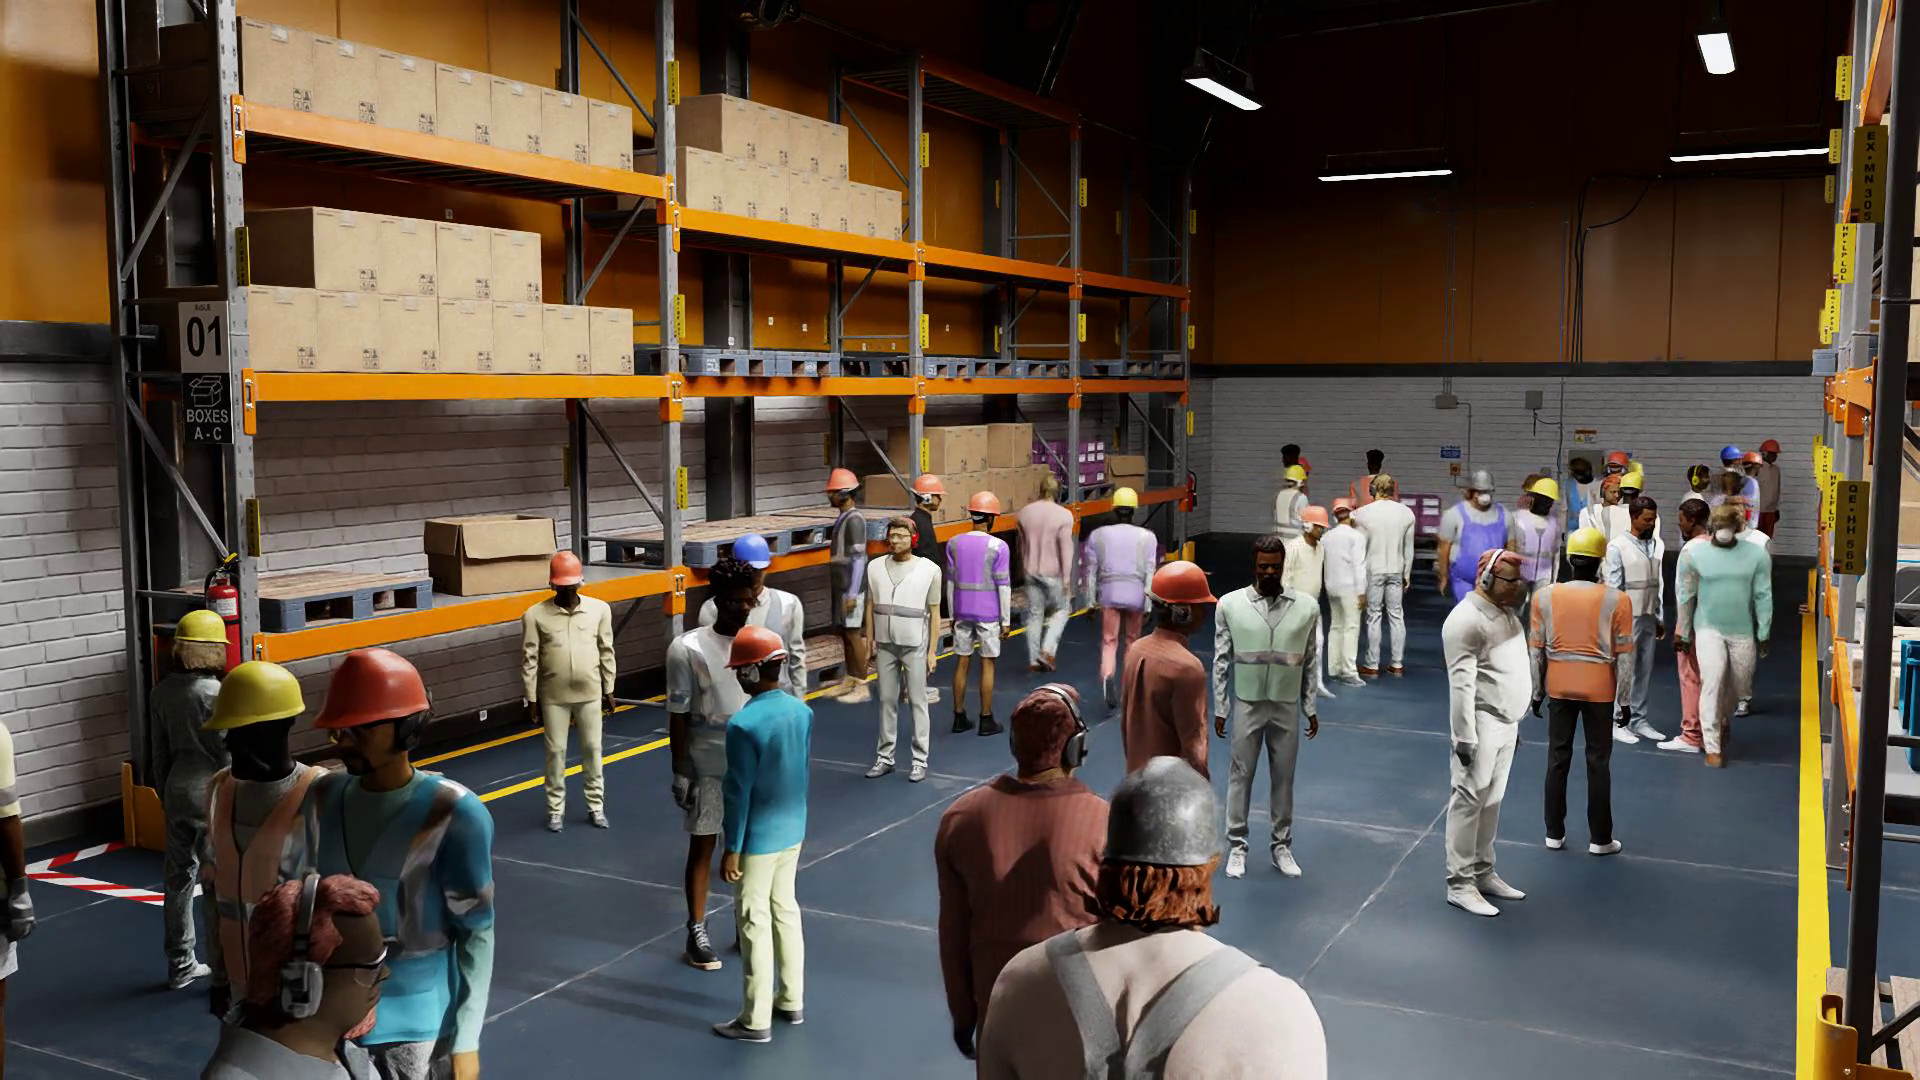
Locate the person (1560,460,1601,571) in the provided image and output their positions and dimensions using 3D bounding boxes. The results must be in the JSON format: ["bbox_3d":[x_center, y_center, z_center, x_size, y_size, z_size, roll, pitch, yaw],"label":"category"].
[{"bbox_3d":[7.937,-0.110,21.066,0.707,1.812,0.441,4,7,38],"label":"person"}]

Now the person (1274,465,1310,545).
[{"bbox_3d":[3.991,0.023,19.602,0.697,1.809,0.618,-3,6,-26],"label":"person"}]

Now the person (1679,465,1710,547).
[{"bbox_3d":[8.238,0.089,18.628,0.328,1.872,0.508,3,6,30],"label":"person"}]

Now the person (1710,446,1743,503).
[{"bbox_3d":[10.257,-0.284,22.231,0.384,1.947,0.605,-1,5,-9],"label":"person"}]

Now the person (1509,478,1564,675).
[{"bbox_3d":[5.530,0.316,16.163,0.621,1.875,0.965,0,5,-1],"label":"person"}]

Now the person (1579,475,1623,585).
[{"bbox_3d":[6.334,0.304,16.281,0.575,1.880,0.359,0,5,0],"label":"person"}]

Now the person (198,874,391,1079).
[{"bbox_3d":[-1.142,1.533,2.963,0.401,1.900,0.643,-1,5,-9],"label":"person"}]

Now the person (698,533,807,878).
[{"bbox_3d":[-1.156,0.925,9.278,0.611,1.941,0.418,-2,6,-19],"label":"person"}]

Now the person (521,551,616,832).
[{"bbox_3d":[-2.408,0.931,10.272,0.574,1.739,0.350,-2,6,-23],"label":"person"}]

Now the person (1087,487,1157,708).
[{"bbox_3d":[1.361,0.501,14.044,0.591,1.897,0.782,1,5,11],"label":"person"}]

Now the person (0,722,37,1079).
[{"bbox_3d":[-3.577,1.224,5.920,0.606,1.963,0.367,1,5,11],"label":"person"}]

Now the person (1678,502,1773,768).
[{"bbox_3d":[5.587,0.669,12.208,0.635,1.913,0.810,1,5,14],"label":"person"}]

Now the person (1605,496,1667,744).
[{"bbox_3d":[5.207,0.611,12.845,0.598,1.907,0.409,-3,6,-32],"label":"person"}]

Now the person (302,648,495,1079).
[{"bbox_3d":[-1.576,1.308,4.578,0.605,2.045,0.382,2,6,20],"label":"person"}]

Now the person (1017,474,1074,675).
[{"bbox_3d":[0.824,0.333,15.737,0.649,1.920,0.444,4,6,34],"label":"person"}]

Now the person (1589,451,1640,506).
[{"bbox_3d":[7.677,-0.049,19.514,0.621,1.985,0.408,5,7,44],"label":"person"}]

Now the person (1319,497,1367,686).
[{"bbox_3d":[3.594,0.477,15.344,0.320,1.717,0.703,-2,6,-23],"label":"person"}]

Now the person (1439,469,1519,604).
[{"bbox_3d":[4.854,0.293,15.525,0.693,2.000,1.012,0,5,-4],"label":"person"}]

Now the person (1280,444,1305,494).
[{"bbox_3d":[4.576,-0.349,22.901,0.488,1.956,0.607,1,5,14],"label":"person"}]

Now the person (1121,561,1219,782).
[{"bbox_3d":[0.929,1.082,7.281,0.397,1.992,0.621,-2,6,-21],"label":"person"}]

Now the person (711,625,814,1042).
[{"bbox_3d":[-0.846,1.230,7.066,0.354,1.737,0.576,3,6,25],"label":"person"}]

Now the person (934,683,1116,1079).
[{"bbox_3d":[0.262,1.359,4.756,0.636,1.911,0.404,2,6,24],"label":"person"}]

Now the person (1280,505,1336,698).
[{"bbox_3d":[2.957,0.528,14.808,0.594,1.709,0.861,-4,7,-39],"label":"person"}]

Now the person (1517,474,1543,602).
[{"bbox_3d":[7.262,-0.024,21.167,0.513,1.625,0.283,-4,7,-37],"label":"person"}]

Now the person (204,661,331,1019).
[{"bbox_3d":[-2.087,1.319,5.090,0.590,1.926,0.388,2,6,24],"label":"person"}]

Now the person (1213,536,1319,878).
[{"bbox_3d":[1.714,0.928,9.340,0.597,1.918,0.379,0,5,-2],"label":"person"}]

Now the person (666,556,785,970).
[{"bbox_3d":[-1.092,1.047,7.890,0.609,1.960,0.380,-3,6,-31],"label":"person"}]

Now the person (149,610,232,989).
[{"bbox_3d":[-3.434,1.183,7.569,0.484,1.736,0.305,2,6,21],"label":"person"}]

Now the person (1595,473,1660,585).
[{"bbox_3d":[6.445,0.305,16.103,0.591,1.911,0.397,2,6,25],"label":"person"}]

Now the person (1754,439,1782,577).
[{"bbox_3d":[11.524,-0.447,23.812,0.611,1.985,0.412,-2,6,-25],"label":"person"}]

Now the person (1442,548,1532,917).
[{"bbox_3d":[2.793,0.991,8.757,0.406,1.903,0.639,5,7,40],"label":"person"}]

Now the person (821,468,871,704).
[{"bbox_3d":[-0.998,0.399,14.387,0.389,2.041,0.615,-1,6,-15],"label":"person"}]

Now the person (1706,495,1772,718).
[{"bbox_3d":[6.442,0.543,13.865,0.376,1.845,0.571,-5,7,-44],"label":"person"}]

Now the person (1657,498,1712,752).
[{"bbox_3d":[5.550,0.640,12.513,0.401,1.909,0.599,5,7,42],"label":"person"}]

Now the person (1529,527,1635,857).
[{"bbox_3d":[3.650,0.883,9.773,0.585,1.928,0.369,4,6,34],"label":"person"}]

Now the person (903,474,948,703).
[{"bbox_3d":[-0.310,0.420,14.480,0.416,1.986,0.617,0,5,-1],"label":"person"}]

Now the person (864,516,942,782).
[{"bbox_3d":[-0.398,0.751,11.609,0.565,1.850,0.390,2,6,21],"label":"person"}]

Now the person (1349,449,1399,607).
[{"bbox_3d":[5.140,-0.149,20.671,0.615,1.964,0.361,2,6,19],"label":"person"}]

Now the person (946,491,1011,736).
[{"bbox_3d":[0.161,0.580,13.084,0.548,1.924,0.387,3,6,27],"label":"person"}]

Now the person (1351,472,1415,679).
[{"bbox_3d":[3.953,0.338,15.615,0.628,1.934,0.374,-1,5,-13],"label":"person"}]
